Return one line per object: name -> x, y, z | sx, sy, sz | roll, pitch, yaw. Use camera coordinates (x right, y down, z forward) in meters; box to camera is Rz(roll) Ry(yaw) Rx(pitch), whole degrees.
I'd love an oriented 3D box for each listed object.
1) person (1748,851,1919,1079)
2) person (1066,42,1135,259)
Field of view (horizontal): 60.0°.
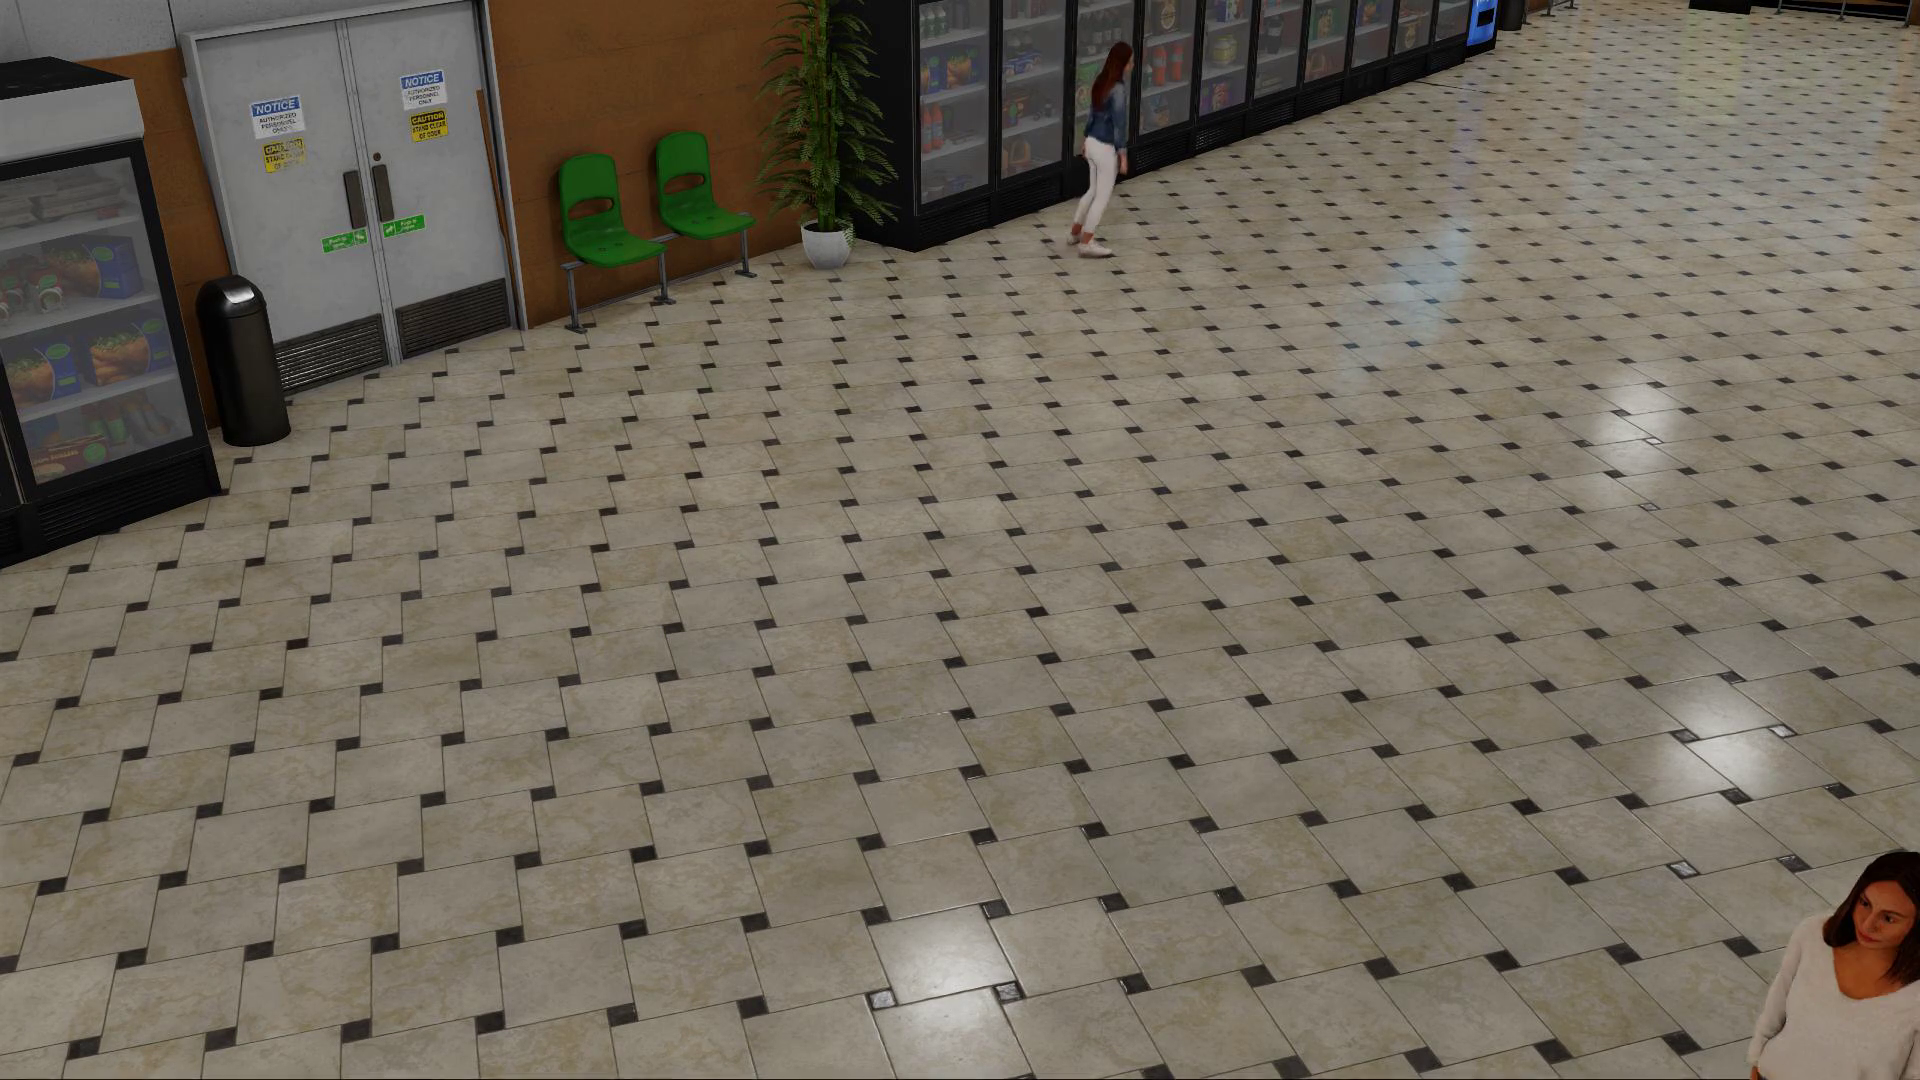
person -> 2.233, 1.448, 4.168 | 0.878, 1.663, 0.918 | -14, 30, -25
person -> 1.056, -3.029, 12.991 | 0.896, 1.668, 0.785 | -15, 30, -27
